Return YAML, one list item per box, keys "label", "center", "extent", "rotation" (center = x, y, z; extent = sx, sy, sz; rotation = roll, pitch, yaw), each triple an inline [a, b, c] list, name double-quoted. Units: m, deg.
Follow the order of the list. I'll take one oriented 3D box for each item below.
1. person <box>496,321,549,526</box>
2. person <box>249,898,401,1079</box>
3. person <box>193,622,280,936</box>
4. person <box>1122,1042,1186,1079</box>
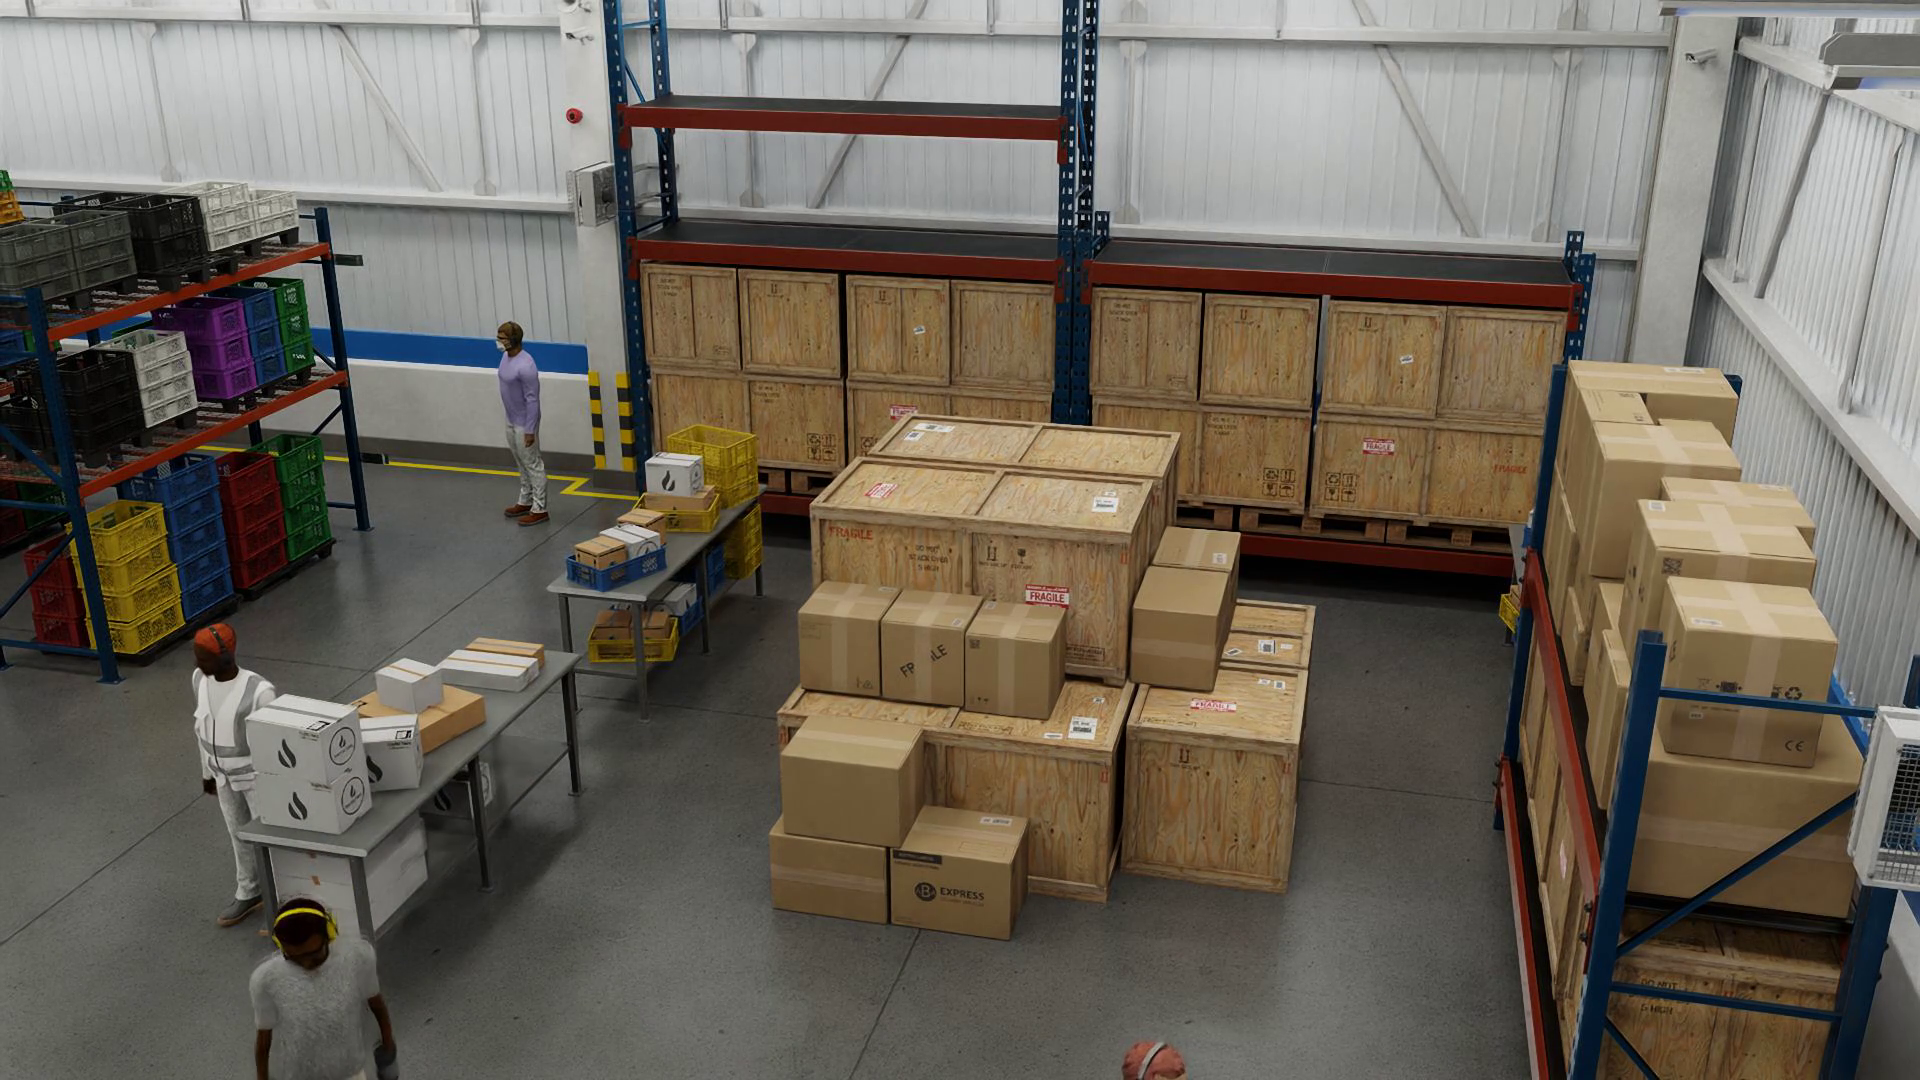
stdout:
- label: "person"
  center: [-4.107, -1.097, 15.559]
  extent: [0.372, 1.940, 0.627]
  rotation: [-14, 25, -32]
- label: "person"
  center: [-2.690, 2.217, 7.044]
  extent: [0.594, 1.829, 0.737]
  rotation: [-11, 24, -27]
- label: "person"
  center: [-4.013, 1.324, 9.302]
  extent: [0.572, 1.884, 0.355]
  rotation: [9, 23, 22]
- label: "person"
  center: [0.649, 2.595, 5.964]
  extent: [0.395, 1.899, 0.642]
  rotation: [14, 25, 33]
